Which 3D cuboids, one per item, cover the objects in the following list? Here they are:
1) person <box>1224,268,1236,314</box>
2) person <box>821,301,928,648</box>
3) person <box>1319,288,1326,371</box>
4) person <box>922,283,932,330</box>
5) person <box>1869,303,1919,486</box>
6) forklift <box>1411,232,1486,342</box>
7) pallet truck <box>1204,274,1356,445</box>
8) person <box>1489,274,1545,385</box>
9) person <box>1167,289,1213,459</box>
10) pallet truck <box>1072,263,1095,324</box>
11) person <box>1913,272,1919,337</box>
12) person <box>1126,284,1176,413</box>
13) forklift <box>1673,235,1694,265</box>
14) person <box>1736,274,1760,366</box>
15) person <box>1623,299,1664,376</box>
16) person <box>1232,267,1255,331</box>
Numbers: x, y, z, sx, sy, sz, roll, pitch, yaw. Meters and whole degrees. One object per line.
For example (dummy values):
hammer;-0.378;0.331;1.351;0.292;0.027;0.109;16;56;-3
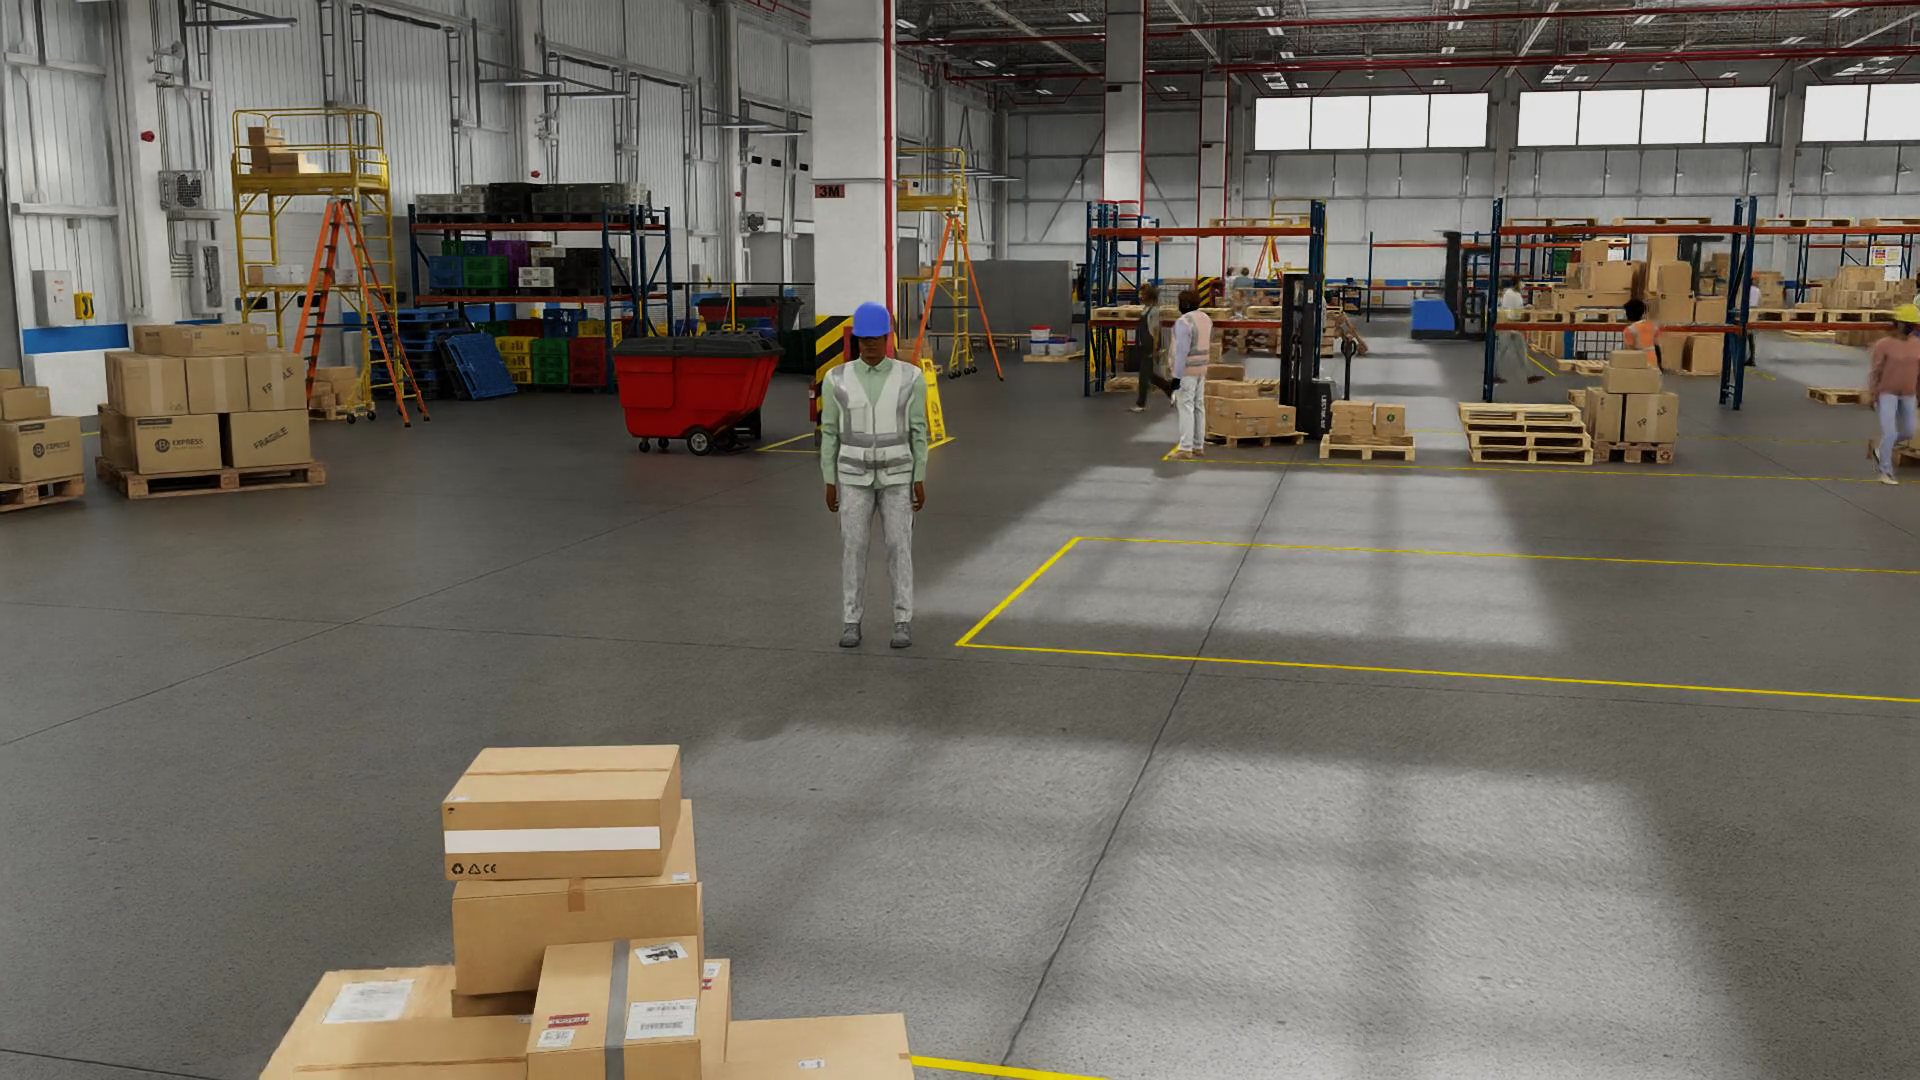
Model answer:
person;8.880;-8.038;54.827;0.572;1.836;1.003;-9;13;-44
person;-0.478;-0.352;9.263;0.601;1.940;0.416;0;10;0
person;6.832;-4.118;32.016;0.485;1.738;0.321;-3;10;-19
person;-0.884;-7.322;50.323;0.544;1.929;0.388;-7;12;-37
person;9.000;-1.412;16.032;0.537;1.746;0.520;0;10;0
forklift;12.677;-6.549;42.961;1.873;2.768;1.129;2;10;14
pallet truck;3.653;-2.138;19.590;1.885;1.965;0.823;-4;10;-20
person;9.553;-3.594;28.460;0.995;1.888;0.647;7;12;37
person;2.474;-1.797;18.043;0.429;1.840;0.635;7;12;36
pallet truck;4.325;-8.180;55.162;0.823;1.965;1.885;6;11;31
person;18.176;-4.111;31.447;0.392;1.917;0.590;3;10;16
person;2.743;-2.700;23.454;0.771;1.821;0.529;-2;10;-12
forklift;21.182;-7.585;49.064;1.873;2.768;1.129;0;10;0
person;15.755;-4.447;33.402;0.570;1.914;0.646;-4;10;-22
person;8.399;-2.110;20.391;0.685;1.662;0.372;-4;10;-20
person;8.182;-6.936;48.062;0.644;1.919;0.562;3;10;18
